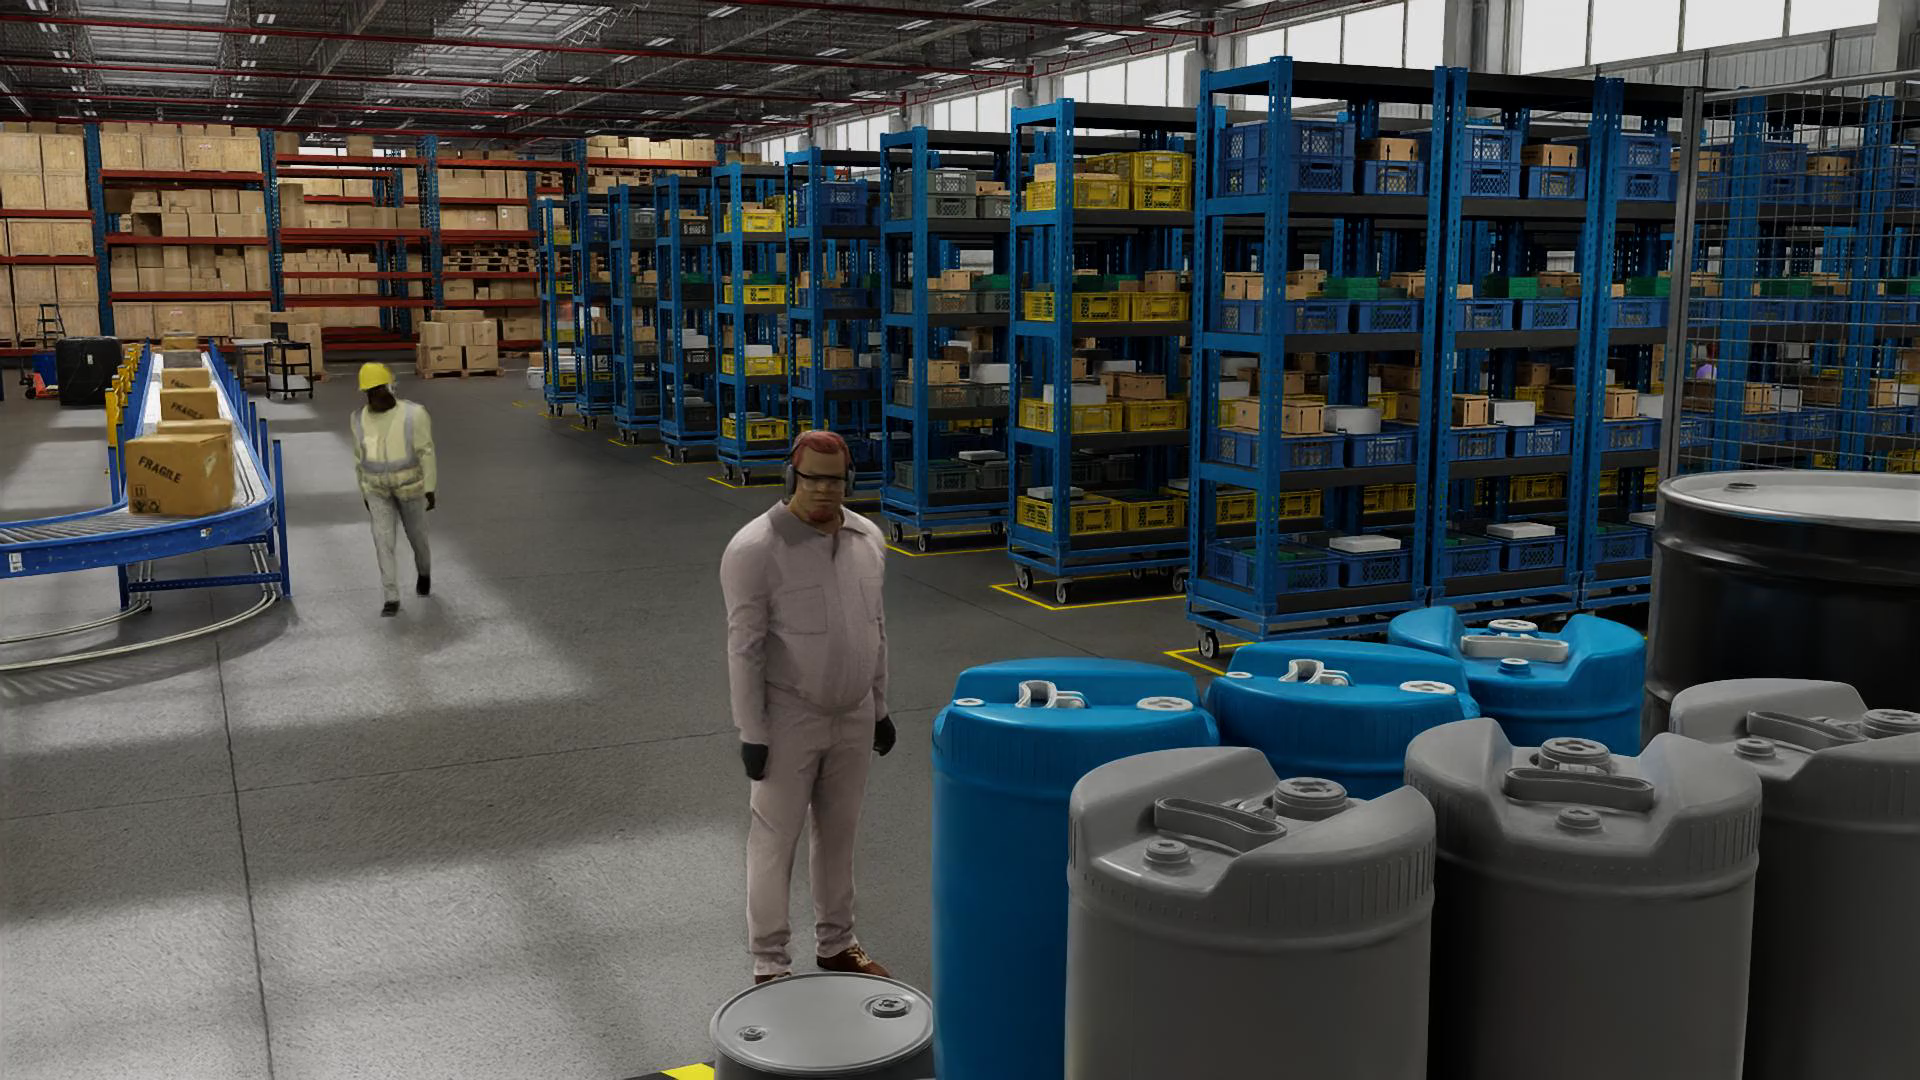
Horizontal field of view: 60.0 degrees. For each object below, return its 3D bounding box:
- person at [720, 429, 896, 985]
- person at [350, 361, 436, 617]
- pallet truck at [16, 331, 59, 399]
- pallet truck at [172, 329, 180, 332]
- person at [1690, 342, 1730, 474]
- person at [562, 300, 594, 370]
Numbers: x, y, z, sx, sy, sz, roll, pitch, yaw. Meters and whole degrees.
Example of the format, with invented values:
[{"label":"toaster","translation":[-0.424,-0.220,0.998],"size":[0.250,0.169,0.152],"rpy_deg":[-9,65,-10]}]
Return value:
[{"label":"person","translation":[-0.462,0.586,5.484],"size":[0.639,1.904,0.402],"rpy_deg":[-8,12,-42]},{"label":"person","translation":[-4.032,-0.396,11.919],"size":[0.596,1.794,0.838],"rpy_deg":[-1,9,-8]},{"label":"pallet truck","translation":[-17.082,-3.353,31.781],"size":[1.630,1.274,0.653],"rpy_deg":[-4,10,-25]},{"label":"pallet truck","translation":[-17.275,-3.851,35.096],"size":[1.601,1.201,0.680],"rpy_deg":[0,9,1]},{"label":"person","translation":[6.810,-0.947,15.188],"size":[0.390,1.838,0.563],"rpy_deg":[4,10,21]},{"label":"person","translation":[-9.247,-4.994,40.007],"size":[0.995,1.935,0.602],"rpy_deg":[-8,12,-41]}]
